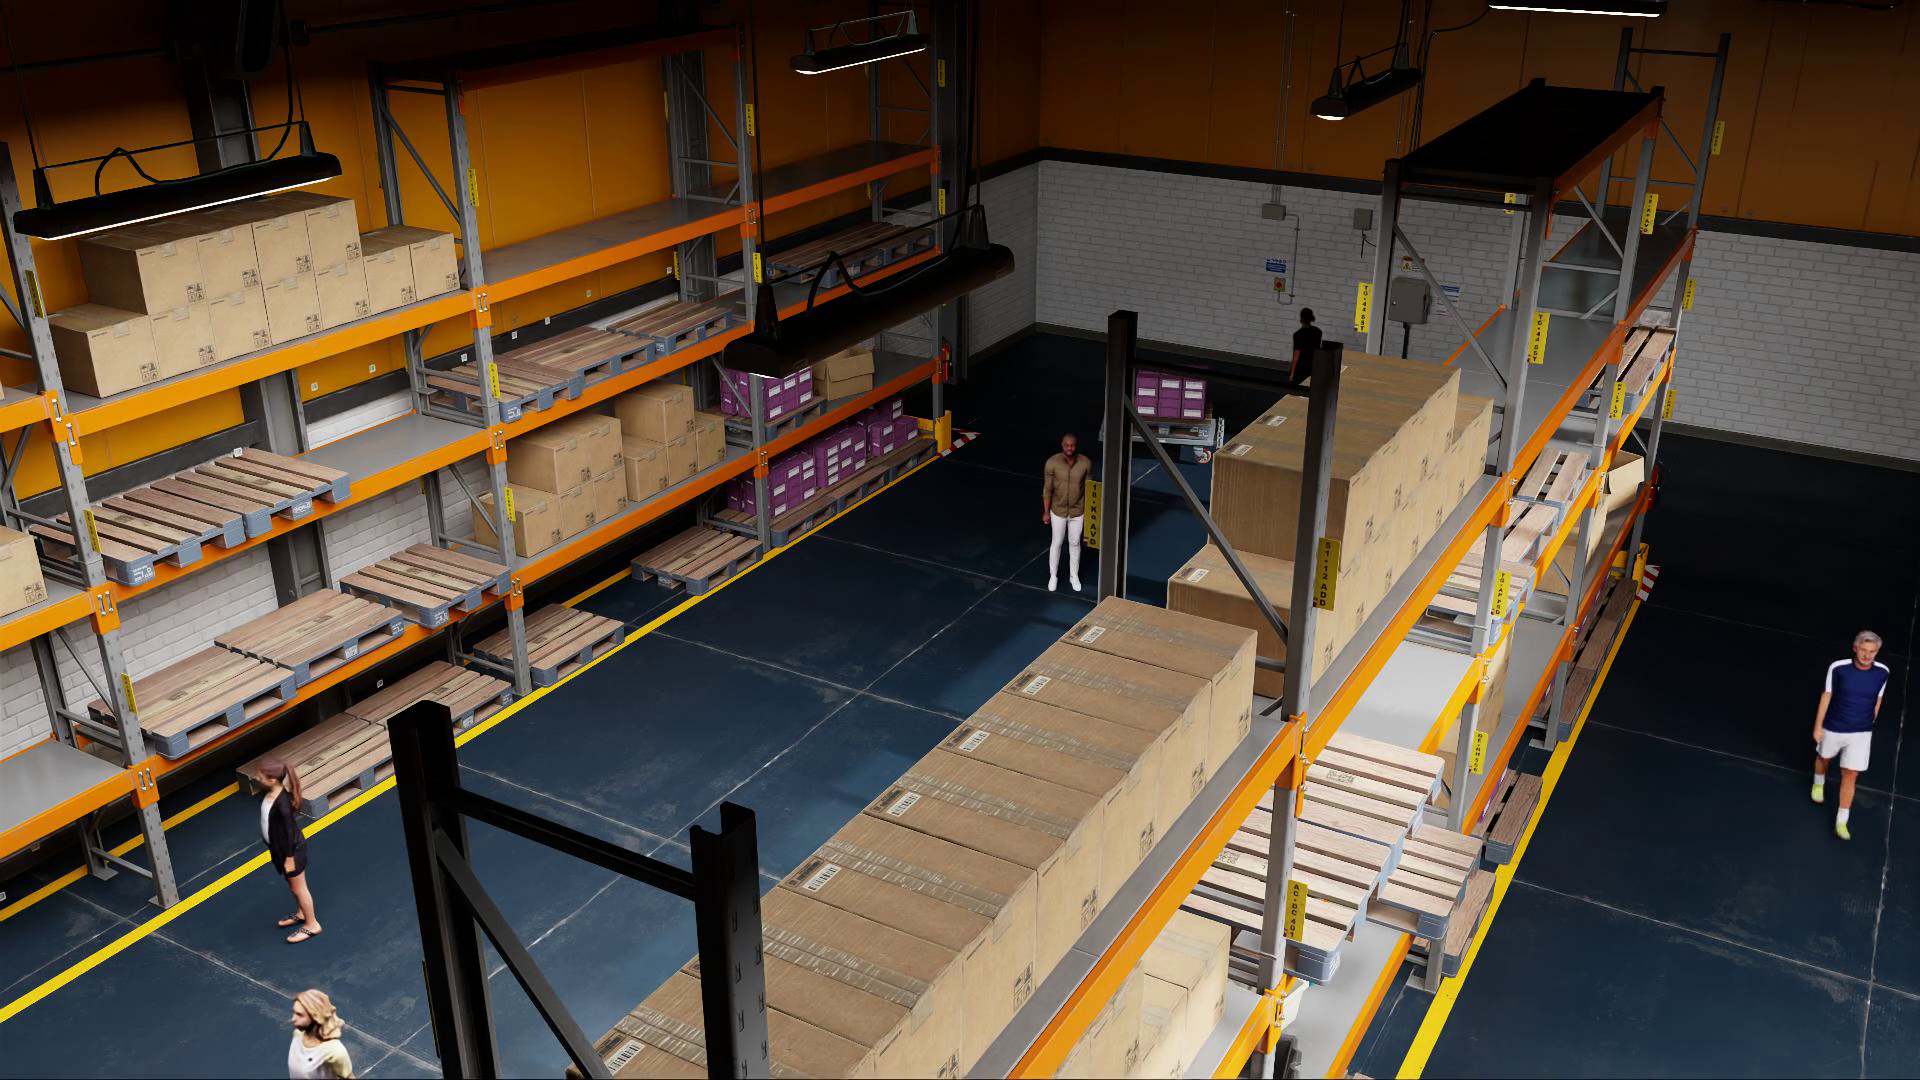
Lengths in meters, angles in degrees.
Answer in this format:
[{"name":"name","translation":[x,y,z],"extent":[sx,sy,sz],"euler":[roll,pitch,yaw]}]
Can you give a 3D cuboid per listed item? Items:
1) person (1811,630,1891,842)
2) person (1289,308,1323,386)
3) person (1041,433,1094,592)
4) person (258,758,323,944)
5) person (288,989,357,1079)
[{"name":"person","translation":[7.493,1.553,14.115],"extent":[0.846,1.786,1.254],"euler":[7,25,15]},{"name":"person","translation":[4.782,-2.360,23.103],"extent":[0.643,1.756,0.768],"euler":[-13,27,-28]},{"name":"person","translation":[1.191,-0.329,18.372],"extent":[0.807,1.825,0.798],"euler":[-1,24,-3]},{"name":"person","translation":[-5.107,2.321,12.649],"extent":[0.668,1.554,0.634],"euler":[-14,27,-28]},{"name":"person","translation":[-3.772,3.399,9.972],"extent":[0.636,1.723,0.552],"euler":[15,28,31]}]
